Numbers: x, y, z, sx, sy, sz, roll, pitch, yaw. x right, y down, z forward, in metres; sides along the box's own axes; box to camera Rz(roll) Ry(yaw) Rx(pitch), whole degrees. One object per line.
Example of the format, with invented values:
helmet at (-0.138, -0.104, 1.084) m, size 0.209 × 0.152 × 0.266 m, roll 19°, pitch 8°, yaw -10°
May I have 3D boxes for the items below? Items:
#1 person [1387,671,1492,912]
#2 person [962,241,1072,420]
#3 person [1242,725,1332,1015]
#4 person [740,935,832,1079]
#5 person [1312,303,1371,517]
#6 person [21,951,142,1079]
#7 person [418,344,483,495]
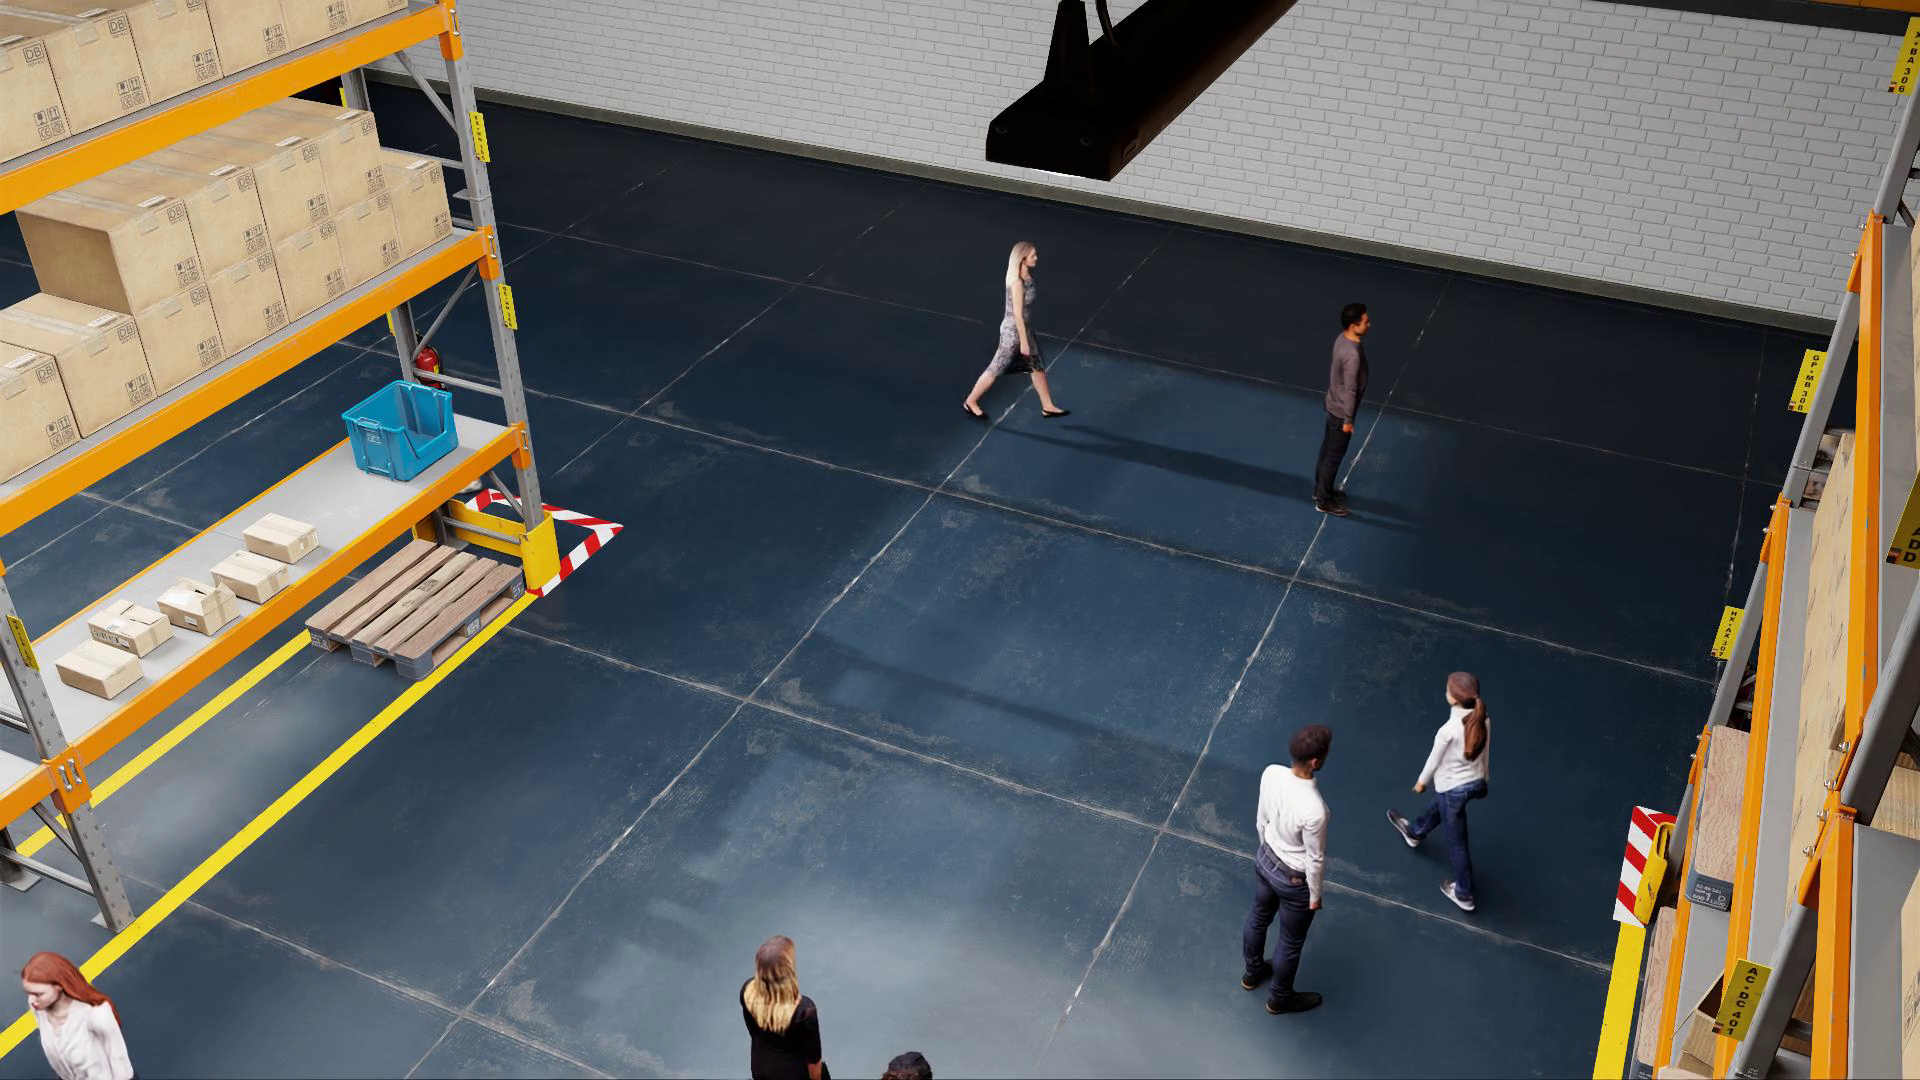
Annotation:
person at (2.877, 1.467, 9.454) m, size 1.005 × 1.514 × 0.955 m, roll -17°, pitch 37°, yaw -24°
person at (0.376, -1.729, 14.139) m, size 0.856 × 1.652 × 1.160 m, roll 6°, pitch 34°, yaw 9°
person at (1.715, 1.726, 8.740) m, size 0.763 × 1.873 × 0.724 m, roll -17°, pitch 37°, yaw -24°
person at (-0.848, 2.532, 7.719) m, size 0.584 × 1.662 × 0.594 m, roll 13°, pitch 36°, yaw 18°
person at (2.980, -1.042, 13.001) m, size 0.581 × 1.768 × 0.758 m, roll -29°, pitch 43°, yaw -36°
person at (-3.939, 2.517, 7.654) m, size 0.619 × 1.758 × 0.540 m, roll 9°, pitch 35°, yaw 13°
person at (-4.061, -0.962, 13.167) m, size 0.995 × 1.449 × 0.908 m, roll -12°, pitch 35°, yaw -17°
